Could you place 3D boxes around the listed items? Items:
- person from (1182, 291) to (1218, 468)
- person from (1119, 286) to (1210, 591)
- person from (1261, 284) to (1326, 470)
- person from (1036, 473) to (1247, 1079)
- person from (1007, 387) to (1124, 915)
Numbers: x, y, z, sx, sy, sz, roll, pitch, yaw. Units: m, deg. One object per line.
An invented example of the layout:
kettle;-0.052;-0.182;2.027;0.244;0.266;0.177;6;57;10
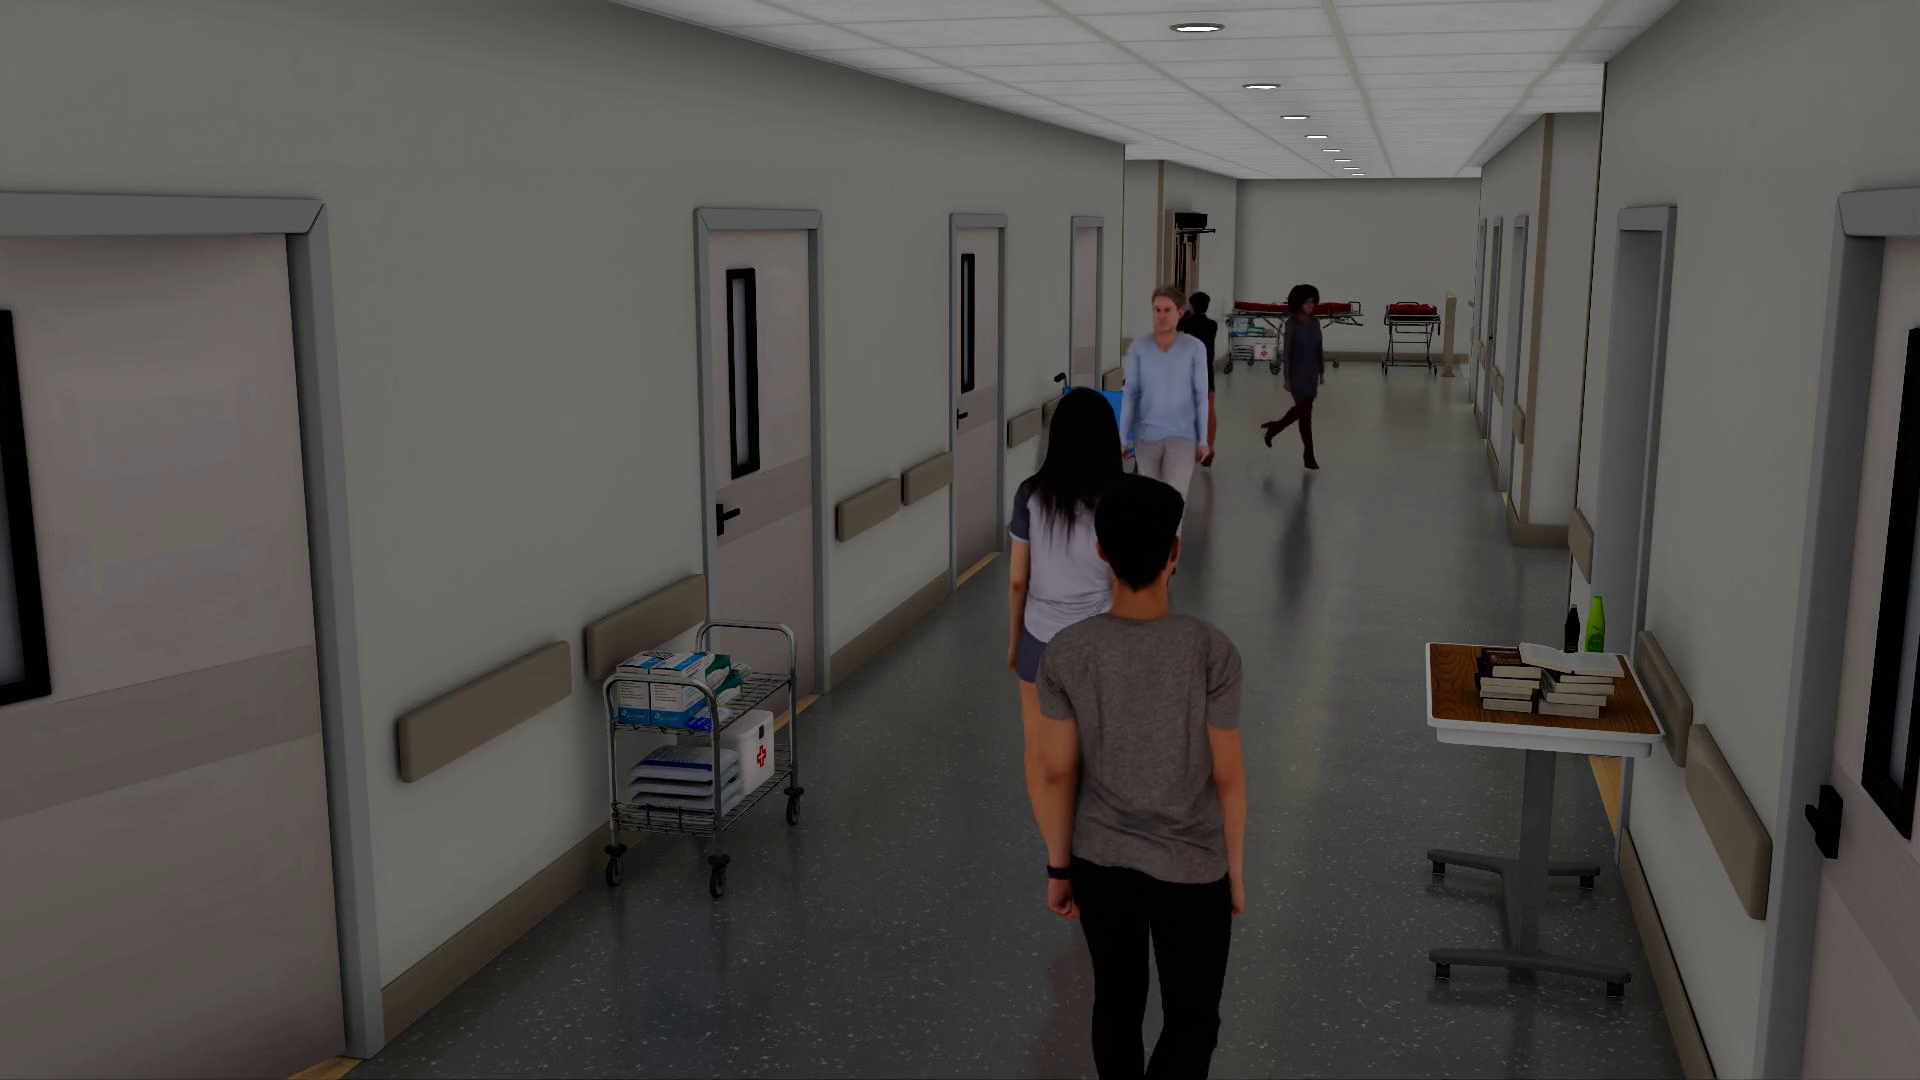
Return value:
person;2.253;-1.454;15.367;0.907;1.609;1.000;-5;12;-24
person;1.264;-0.576;10.122;0.751;1.840;1.234;4;11;20
person;3.115;-1.502;15.422;0.994;1.683;1.070;-6;12;-29
person;0.393;0.728;3.615;0.664;1.703;0.976;4;11;20
person;0.357;0.381;5.418;0.769;1.712;1.063;0;11;0
